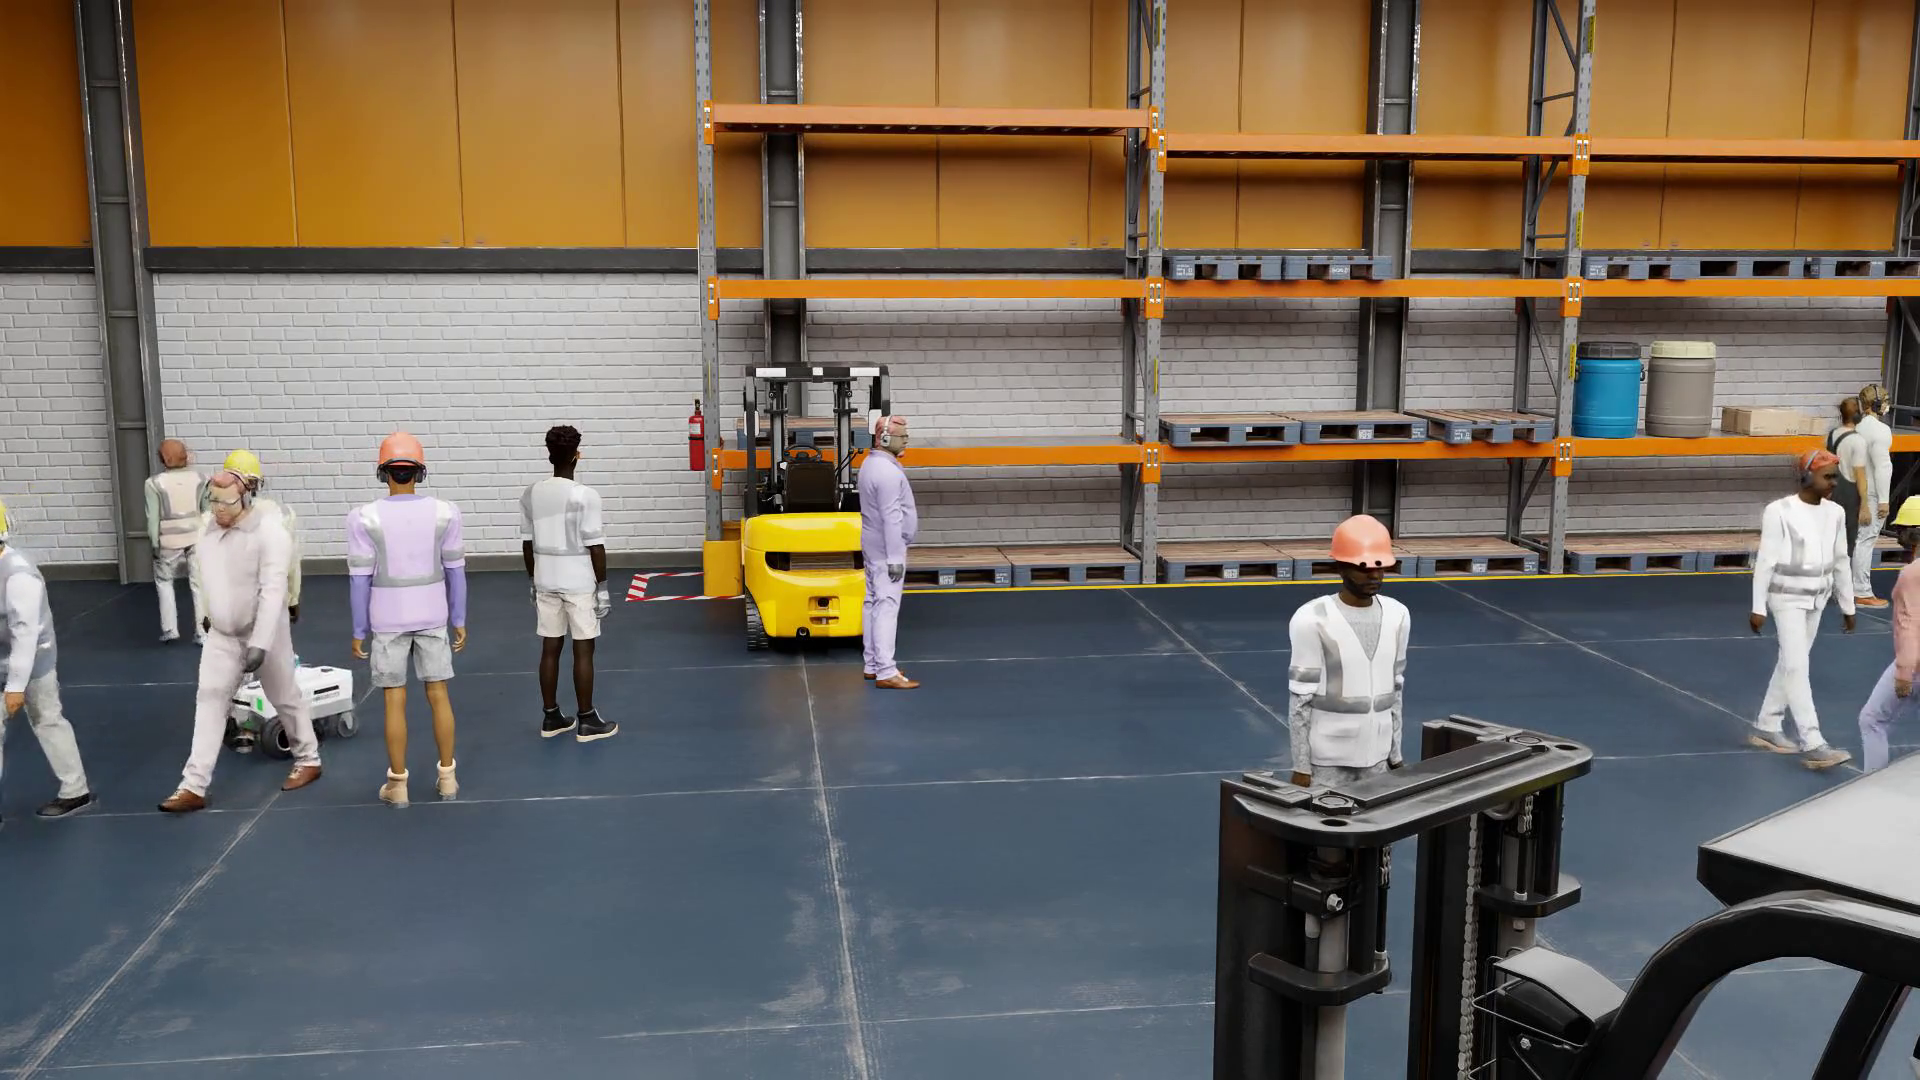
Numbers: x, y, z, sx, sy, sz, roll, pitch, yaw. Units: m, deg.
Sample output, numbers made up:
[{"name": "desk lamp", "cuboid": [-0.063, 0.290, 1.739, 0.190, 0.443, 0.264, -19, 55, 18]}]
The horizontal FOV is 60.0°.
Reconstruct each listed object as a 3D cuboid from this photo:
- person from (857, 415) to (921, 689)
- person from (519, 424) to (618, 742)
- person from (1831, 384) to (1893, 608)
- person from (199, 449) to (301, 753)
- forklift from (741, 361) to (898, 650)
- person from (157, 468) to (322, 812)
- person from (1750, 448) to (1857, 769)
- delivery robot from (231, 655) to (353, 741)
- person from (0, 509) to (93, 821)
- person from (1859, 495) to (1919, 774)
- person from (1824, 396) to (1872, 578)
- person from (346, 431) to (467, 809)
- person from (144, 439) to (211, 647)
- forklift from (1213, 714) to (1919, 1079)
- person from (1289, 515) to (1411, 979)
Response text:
[{"name": "person", "cuboid": [-0.495, 0.081, 11.646, 0.399, 1.905, 0.642, -3, 9, -16]}, {"name": "person", "cuboid": [-2.420, 0.266, 10.291, 0.613, 1.963, 0.361, 4, 10, 25]}, {"name": "person", "cuboid": [7.847, -0.383, 14.433, 0.372, 1.940, 0.631, -1, 9, -5]}, {"name": "person", "cuboid": [-4.301, 0.366, 10.083, 0.600, 1.831, 0.404, -9, 13, -44]}, {"name": "forklift", "cuboid": [-1.154, -0.340, 13.365, 1.214, 2.155, 2.313, -1, 9, -7]}, {"name": "person", "cuboid": [-3.895, 0.527, 9.039, 0.631, 1.849, 0.963, 3, 9, 16]}, {"name": "person", "cuboid": [5.035, 0.402, 9.771, 0.607, 1.855, 0.796, -4, 10, -22]}, {"name": "delivery robot", "cuboid": [-4.073, 0.946, 10.146, 0.477, 0.478, 0.707, 6, 11, 31]}, {"name": "person", "cuboid": [-4.885, 0.649, 8.521, 0.605, 1.764, 0.858, 5, 11, 30]}, {"name": "person", "cuboid": [4.927, 0.636, 8.678, 0.549, 1.740, 0.715, -7, 11, -36]}, {"name": "person", "cuboid": [7.692, -0.337, 14.462, 0.526, 1.839, 0.539, -1, 9, -3]}, {"name": "person", "cuboid": [-2.997, 0.429, 9.033, 0.616, 2.041, 0.378, -5, 11, -30]}, {"name": "person", "cuboid": [-6.048, 0.025, 12.891, 0.527, 1.620, 0.590, -8, 12, -43]}, {"name": "forklift", "cuboid": [1.441, 1.425, 2.350, 1.214, 2.155, 2.313, -7, 12, -39]}, {"name": "person", "cuboid": [1.583, 0.853, 6.715, 0.547, 1.938, 0.379, -4, 10, -22]}]
